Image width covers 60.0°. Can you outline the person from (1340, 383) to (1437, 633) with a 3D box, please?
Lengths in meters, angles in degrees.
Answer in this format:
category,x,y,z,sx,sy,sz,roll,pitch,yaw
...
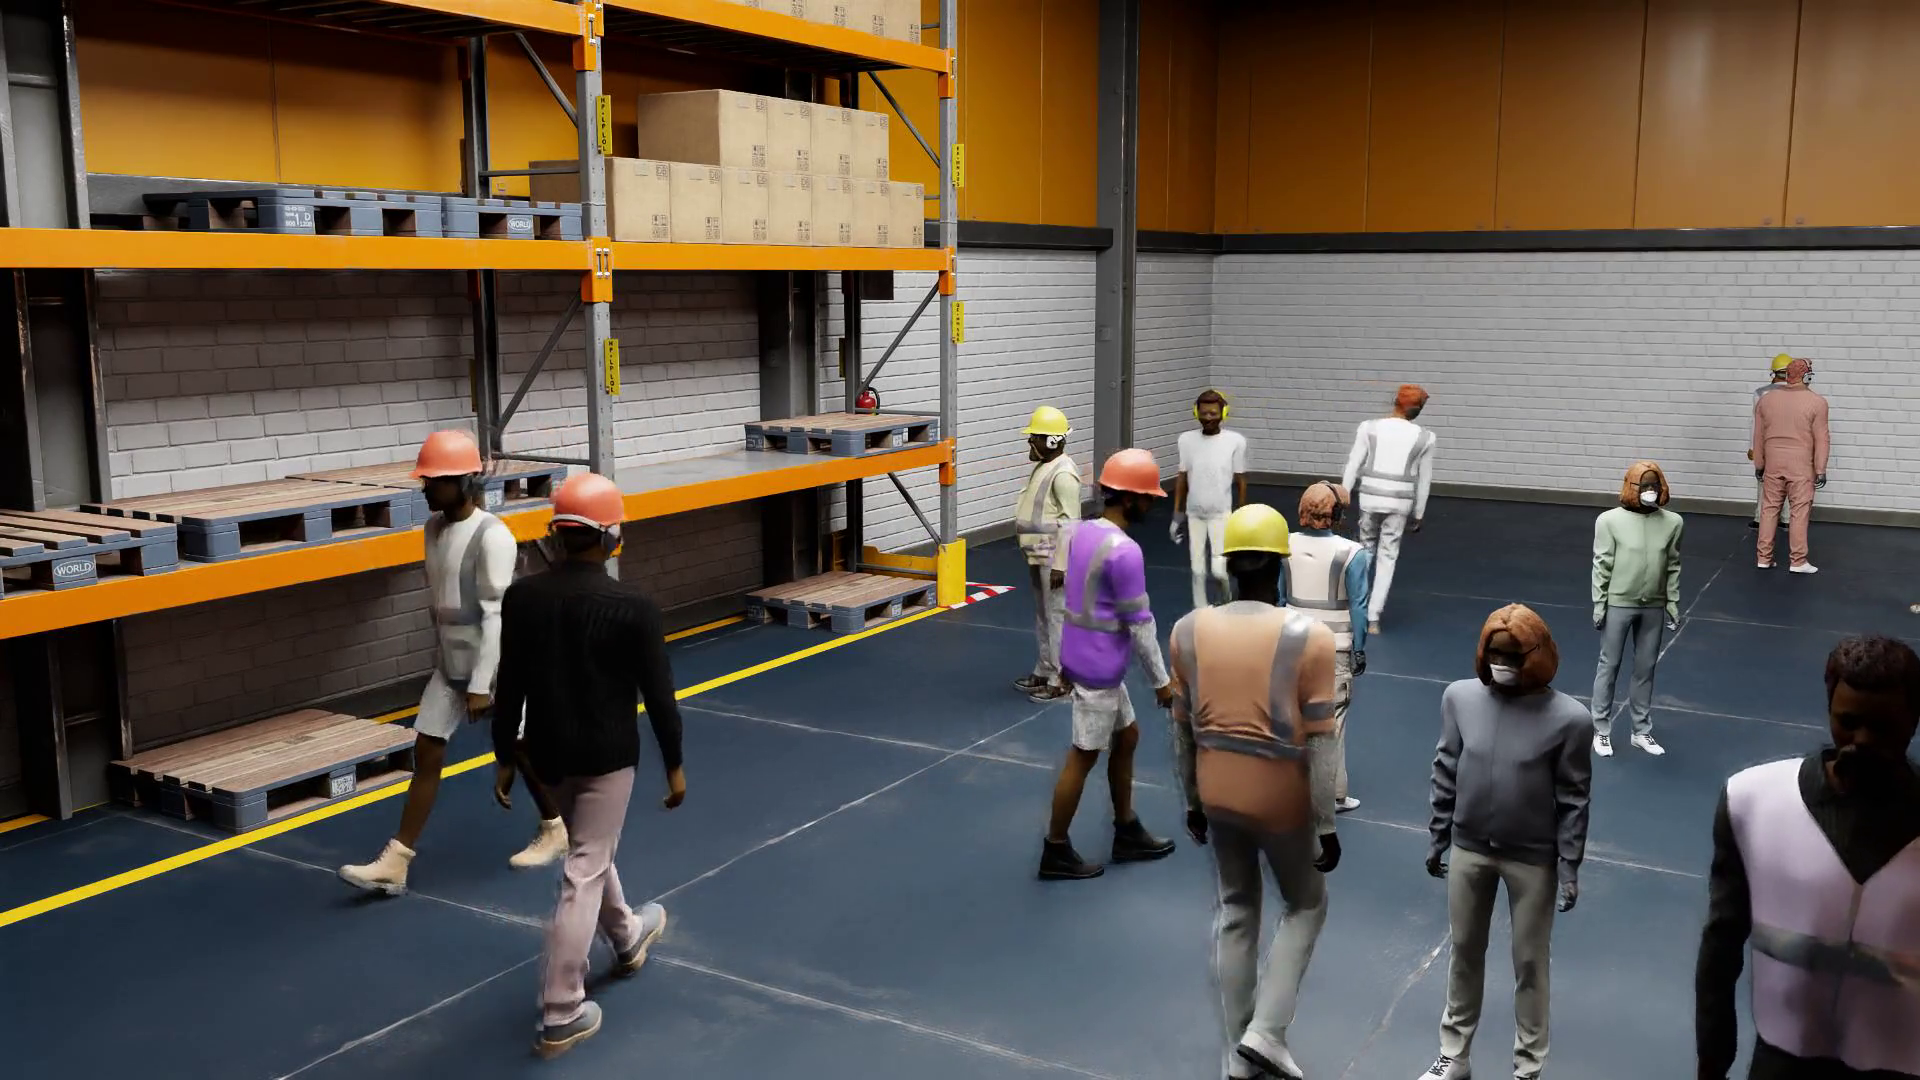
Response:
category,x,y,z,sx,sy,sz,roll,pitch,yaw
person,3.148,-0.235,12.292,0.678,1.849,0.446,4,10,21

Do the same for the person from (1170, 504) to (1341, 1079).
category,x,y,z,sx,sy,sz,roll,pitch,yaw
person,0.973,0.836,5.424,0.617,1.901,0.427,7,11,36

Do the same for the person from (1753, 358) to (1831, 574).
category,x,y,z,sx,sy,sz,roll,pitch,yaw
person,7.379,-0.658,14.747,0.403,1.906,0.651,-7,11,-36

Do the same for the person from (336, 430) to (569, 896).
category,x,y,z,sx,sy,sz,roll,pitch,yaw
person,-2.143,0.525,7.127,0.629,1.981,1.080,8,12,40

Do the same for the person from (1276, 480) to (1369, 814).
category,x,y,z,sx,sy,sz,roll,pitch,yaw
person,1.757,0.528,8.173,0.514,1.641,0.309,7,11,37

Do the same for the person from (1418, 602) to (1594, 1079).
category,x,y,z,sx,sy,sz,roll,pitch,yaw
person,1.716,0.999,5.254,0.498,1.633,0.283,7,11,37

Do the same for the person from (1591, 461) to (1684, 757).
category,x,y,z,sx,sy,sz,roll,pitch,yaw
person,3.712,0.377,9.136,0.500,1.633,0.279,-1,9,-5

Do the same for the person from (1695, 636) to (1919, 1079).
category,x,y,z,sx,sy,sz,roll,pitch,yaw
person,1.951,1.122,3.680,0.595,1.901,0.699,5,10,28

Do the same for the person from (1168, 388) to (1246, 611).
category,x,y,z,sx,sy,sz,roll,pitch,yaw
person,1.748,-0.152,11.771,0.506,1.848,0.413,4,10,23

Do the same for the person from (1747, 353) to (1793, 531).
category,x,y,z,sx,sy,sz,roll,pitch,yaw
person,8.383,-0.993,17.068,0.590,1.833,0.404,0,9,1

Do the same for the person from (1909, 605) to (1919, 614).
category,x,y,z,sx,sy,sz,roll,pitch,yaw
person,7.656,-0.210,12.666,0.538,1.683,0.612,-4,10,-23

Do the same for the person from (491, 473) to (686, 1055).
category,x,y,z,sx,sy,sz,roll,pitch,yaw
person,-1.245,0.732,5.907,0.655,1.949,0.992,4,10,22

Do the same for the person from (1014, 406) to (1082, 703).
category,x,y,z,sx,sy,sz,roll,pitch,yaw
person,0.542,0.087,10.324,0.403,1.834,0.589,-2,9,-12

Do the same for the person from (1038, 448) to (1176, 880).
category,x,y,z,sx,sy,sz,roll,pitch,yaw
person,0.708,0.550,7.217,0.826,1.895,0.555,-2,9,-11
